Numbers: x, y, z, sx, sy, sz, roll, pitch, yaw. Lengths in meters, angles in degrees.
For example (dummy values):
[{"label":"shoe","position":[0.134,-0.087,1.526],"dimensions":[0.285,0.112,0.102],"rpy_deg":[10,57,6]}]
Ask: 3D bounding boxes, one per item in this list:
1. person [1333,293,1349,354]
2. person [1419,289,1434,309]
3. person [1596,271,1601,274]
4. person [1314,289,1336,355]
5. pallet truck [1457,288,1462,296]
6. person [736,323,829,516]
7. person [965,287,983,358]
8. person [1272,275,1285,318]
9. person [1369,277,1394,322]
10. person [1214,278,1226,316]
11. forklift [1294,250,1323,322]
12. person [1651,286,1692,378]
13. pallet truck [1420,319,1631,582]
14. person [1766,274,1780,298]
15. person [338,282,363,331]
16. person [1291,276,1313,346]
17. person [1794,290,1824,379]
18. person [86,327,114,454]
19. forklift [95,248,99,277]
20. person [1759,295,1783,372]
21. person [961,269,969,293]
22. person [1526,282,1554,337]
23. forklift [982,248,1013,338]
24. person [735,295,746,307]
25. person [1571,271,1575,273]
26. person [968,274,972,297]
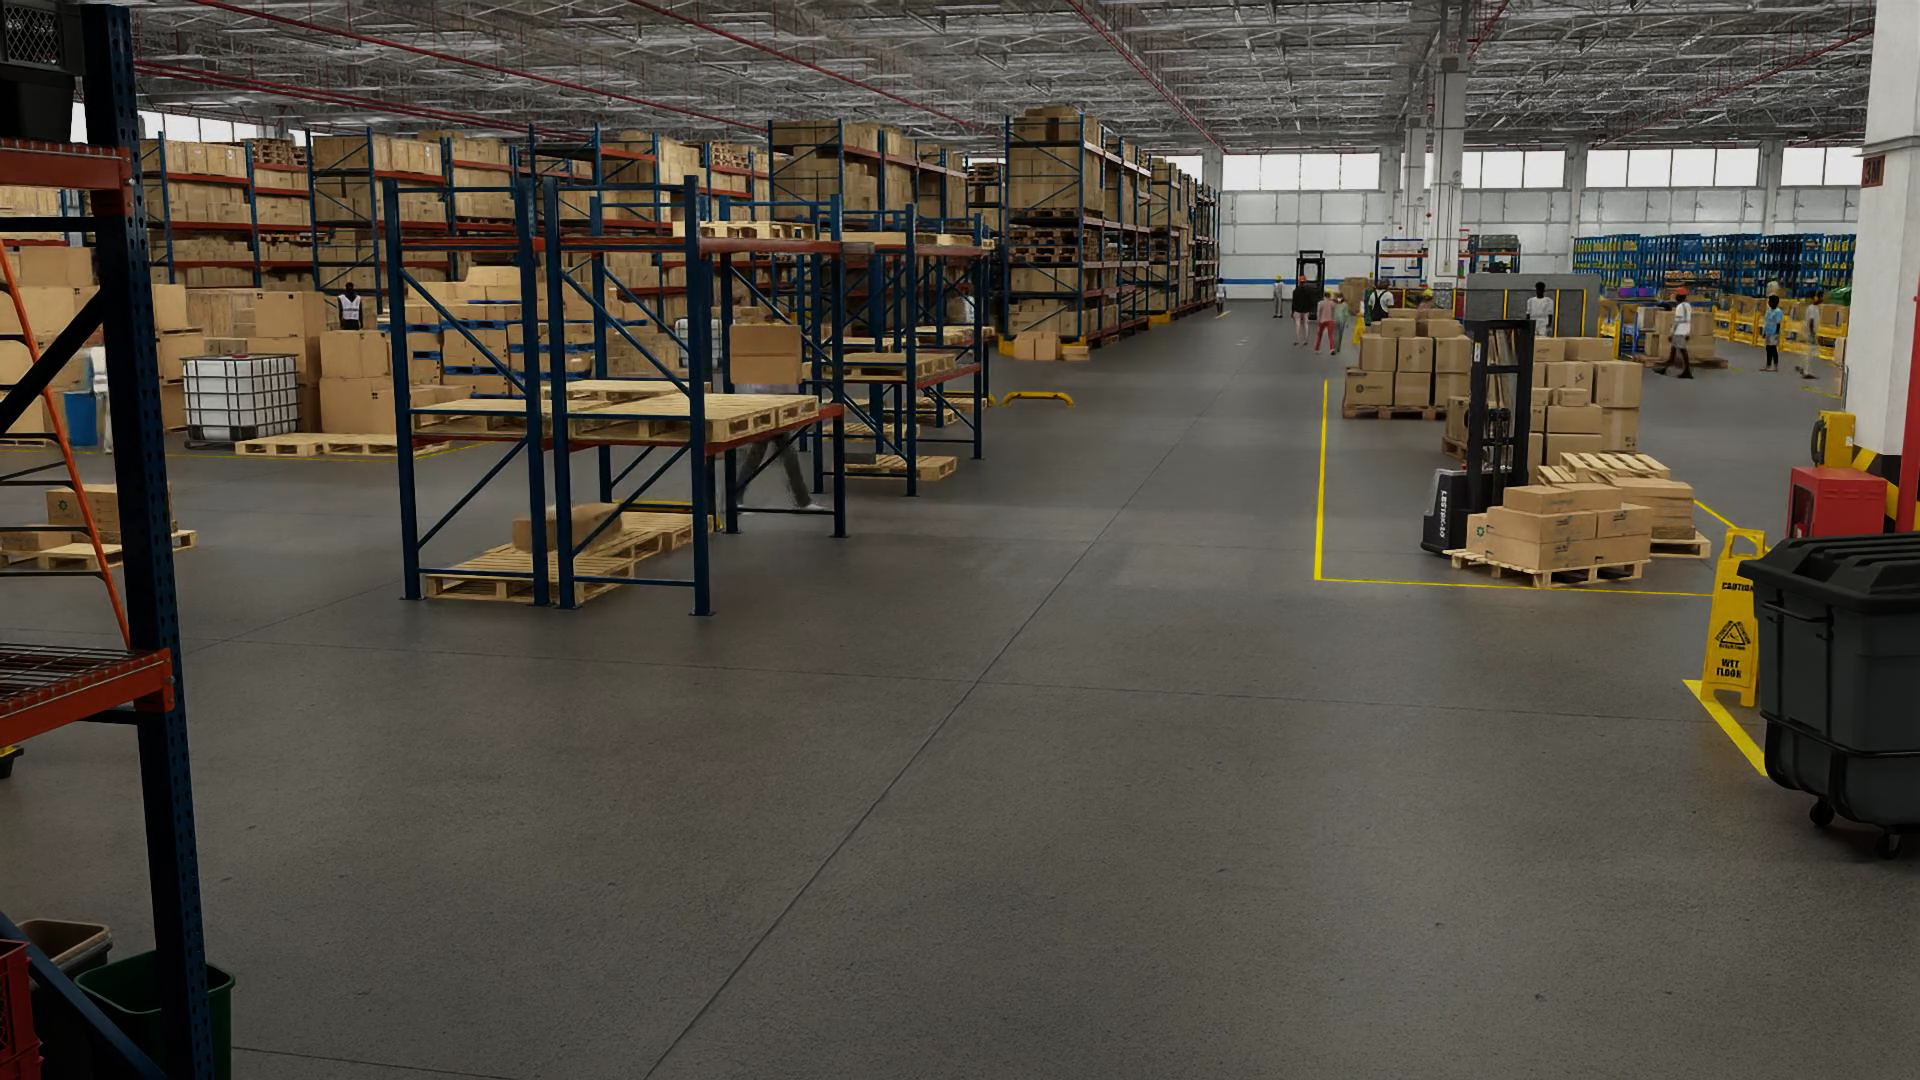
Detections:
[{"label":"person","position":[9.931,-5.667,43.591],"dimensions":[0.509,1.581,0.872],"rpy_deg":[1,10,6]},{"label":"person","position":[11.480,-5.352,41.225],"dimensions":[0.539,1.747,0.585],"rpy_deg":[-9,13,-44]},{"label":"person","position":[33.878,-13.345,88.288],"dimensions":[0.390,1.845,0.564],"rpy_deg":[-1,10,-8]},{"label":"person","position":[9.533,-5.662,43.187],"dimensions":[0.530,1.710,0.869],"rpy_deg":[-1,10,-4]},{"label":"pallet truck","position":[20.506,-9.785,68.819],"dimensions":[0.653,1.274,1.630],"rpy_deg":[2,10,12]},{"label":"person","position":[-1.826,-1.149,16.007],"dimensions":[1.019,1.880,0.589],"rpy_deg":[3,10,20]},{"label":"person","position":[0.389,-5.480,41.788],"dimensions":[0.568,1.828,1.037],"rpy_deg":[-3,10,-18]},{"label":"person","position":[13.437,-10.276,70.202],"dimensions":[0.404,1.826,0.591],"rpy_deg":[-7,12,-35]},{"label":"person","position":[10.469,-5.470,41.077],"dimensions":[0.536,2.000,0.688],"rpy_deg":[-7,12,-37]},{"label":"person","position":[11.412,-10.659,72.873],"dimensions":[0.533,1.675,0.734],"rpy_deg":[0,10,-2]},{"label":"forklift","position":[13.778,-10.002,65.433],"dimensions":[1.129,2.768,1.873],"rpy_deg":[2,10,12]},{"label":"person","position":[14.948,-4.339,34.798],"dimensions":[0.930,1.896,0.569],"rpy_deg":[8,13,40]},{"label":"pallet truck","position":[4.543,-0.757,13.299],"dimensions":[0.823,1.965,1.885],"rpy_deg":[-4,10,-22]},{"label":"person","position":[36.240,-10.935,74.138],"dimensions":[0.602,1.812,0.634],"rpy_deg":[-1,10,-7]},{"label":"person","position":[-15.116,-5.435,41.272],"dimensions":[0.592,1.910,0.385],"rpy_deg":[-8,12,-39]},{"label":"person","position":[9.777,-6.550,47.613],"dimensions":[0.623,1.990,0.388],"rpy_deg":[-2,10,-9]},{"label":"person","position":[17.582,-4.231,34.297],"dimensions":[0.413,1.850,0.510],"rpy_deg":[7,12,34]},{"label":"person","position":[-10.831,-1.913,21.258],"dimensions":[0.518,1.618,0.565],"rpy_deg":[2,10,12]},{"label":"forklift","position":[-26.100,-7.632,51.399],"dimensions":[1.129,2.768,1.873],"rpy_deg":[2,10,12]},{"label":"person","position":[17.957,-4.565,36.769],"dimensions":[0.320,1.693,0.537],"rpy_deg":[0,10,-1]},{"label":"person","position":[0.245,-12.313,81.750],"dimensions":[0.385,1.990,0.608],"rpy_deg":[8,12,39]},{"label":"person","position":[13.214,-4.905,37.956],"dimensions":[0.633,1.963,0.363],"rpy_deg":[8,12,39]},{"label":"forklift","position":[0.990,-7.476,50.475],"dimensions":[1.129,2.768,1.873],"rpy_deg":[2,10,12]},{"label":"person","position":[-5.130,-4.953,39.260],"dimensions":[0.652,1.616,0.526],"rpy_deg":[7,12,35]},{"label":"person","position":[26.412,-10.622,71.867],"dimensions":[0.609,1.943,0.402],"rpy_deg":[-6,11,-31]},{"label":"person","position":[0.602,-11.351,76.519],"dimensions":[0.599,1.830,0.403],"rpy_deg":[-2,10,-13]}]
